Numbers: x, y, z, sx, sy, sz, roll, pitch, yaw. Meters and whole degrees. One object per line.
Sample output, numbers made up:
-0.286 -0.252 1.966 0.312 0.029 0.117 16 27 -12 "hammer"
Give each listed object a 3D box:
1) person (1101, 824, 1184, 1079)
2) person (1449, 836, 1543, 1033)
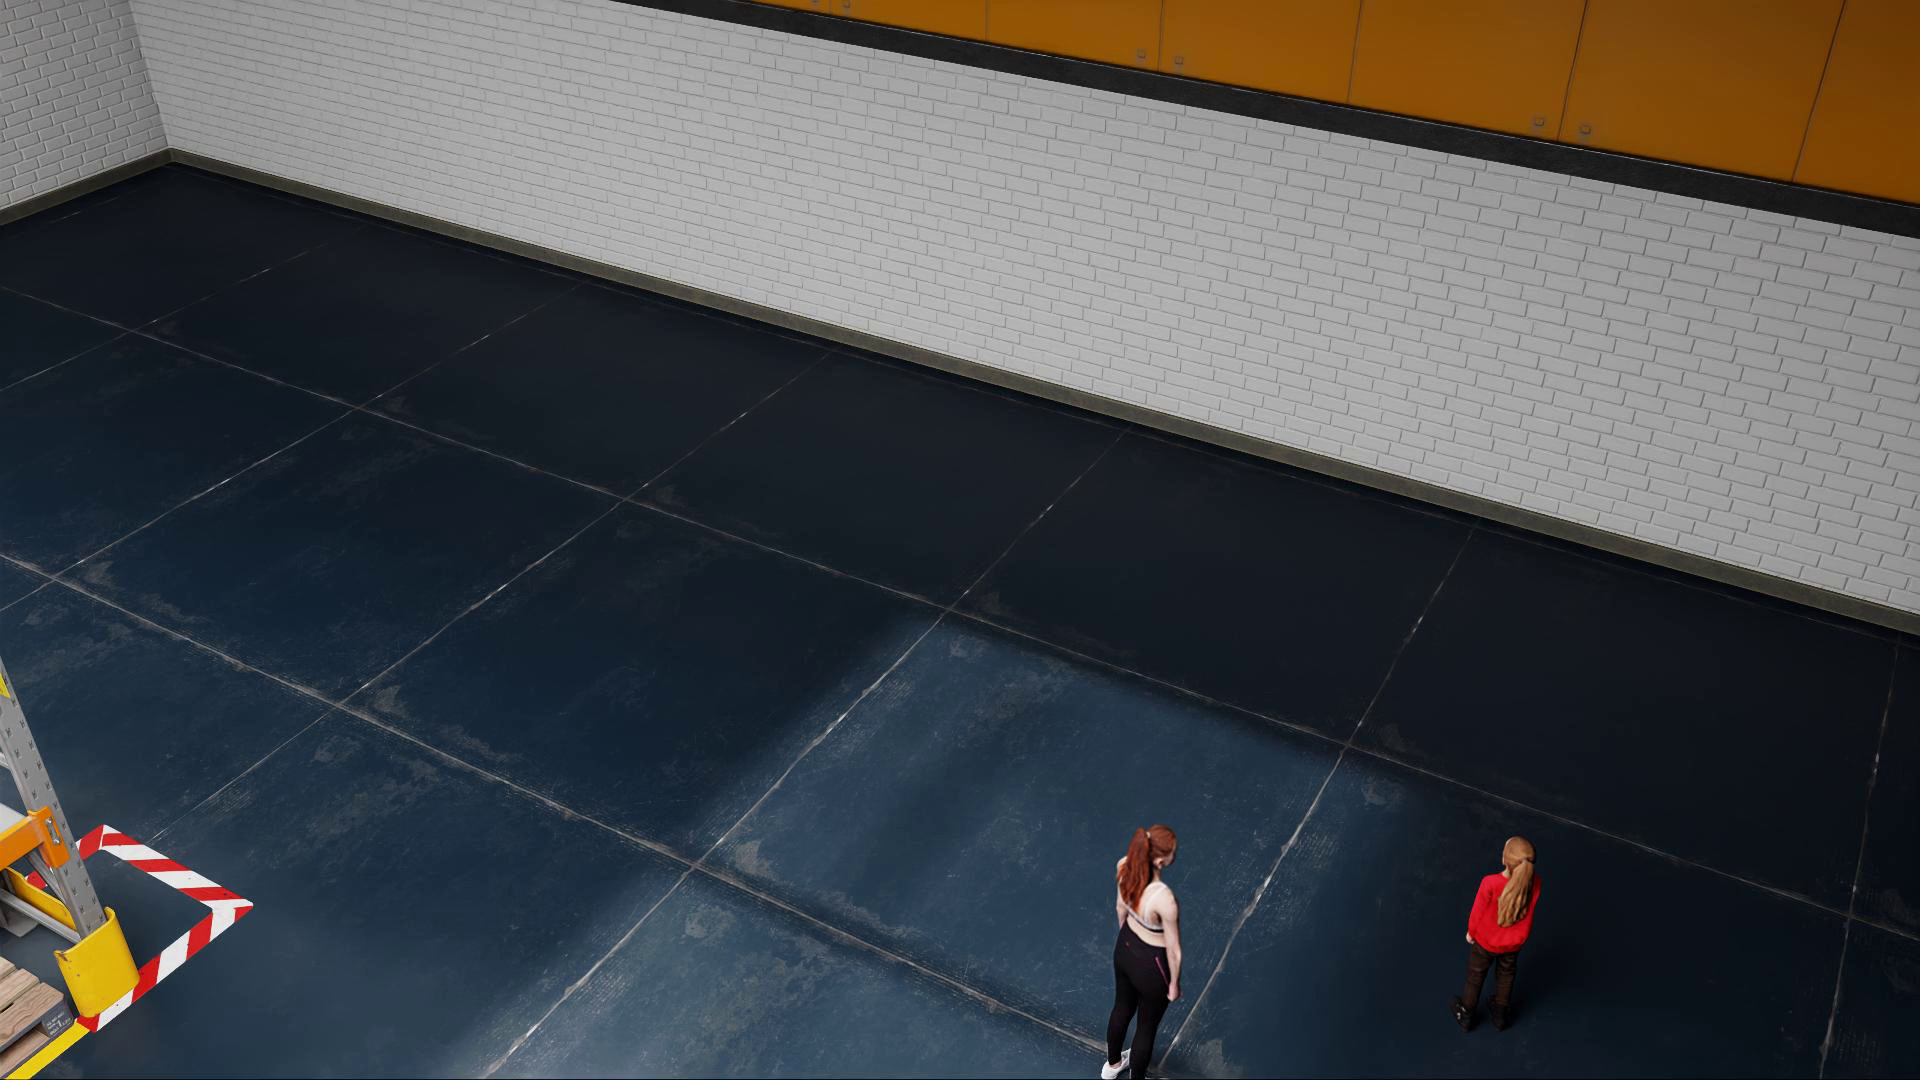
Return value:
0.890 2.063 8.135 0.658 1.742 0.660 -19 38 -26 "person"
2.783 2.039 8.587 0.566 1.282 0.613 -3 34 -5 "person"
